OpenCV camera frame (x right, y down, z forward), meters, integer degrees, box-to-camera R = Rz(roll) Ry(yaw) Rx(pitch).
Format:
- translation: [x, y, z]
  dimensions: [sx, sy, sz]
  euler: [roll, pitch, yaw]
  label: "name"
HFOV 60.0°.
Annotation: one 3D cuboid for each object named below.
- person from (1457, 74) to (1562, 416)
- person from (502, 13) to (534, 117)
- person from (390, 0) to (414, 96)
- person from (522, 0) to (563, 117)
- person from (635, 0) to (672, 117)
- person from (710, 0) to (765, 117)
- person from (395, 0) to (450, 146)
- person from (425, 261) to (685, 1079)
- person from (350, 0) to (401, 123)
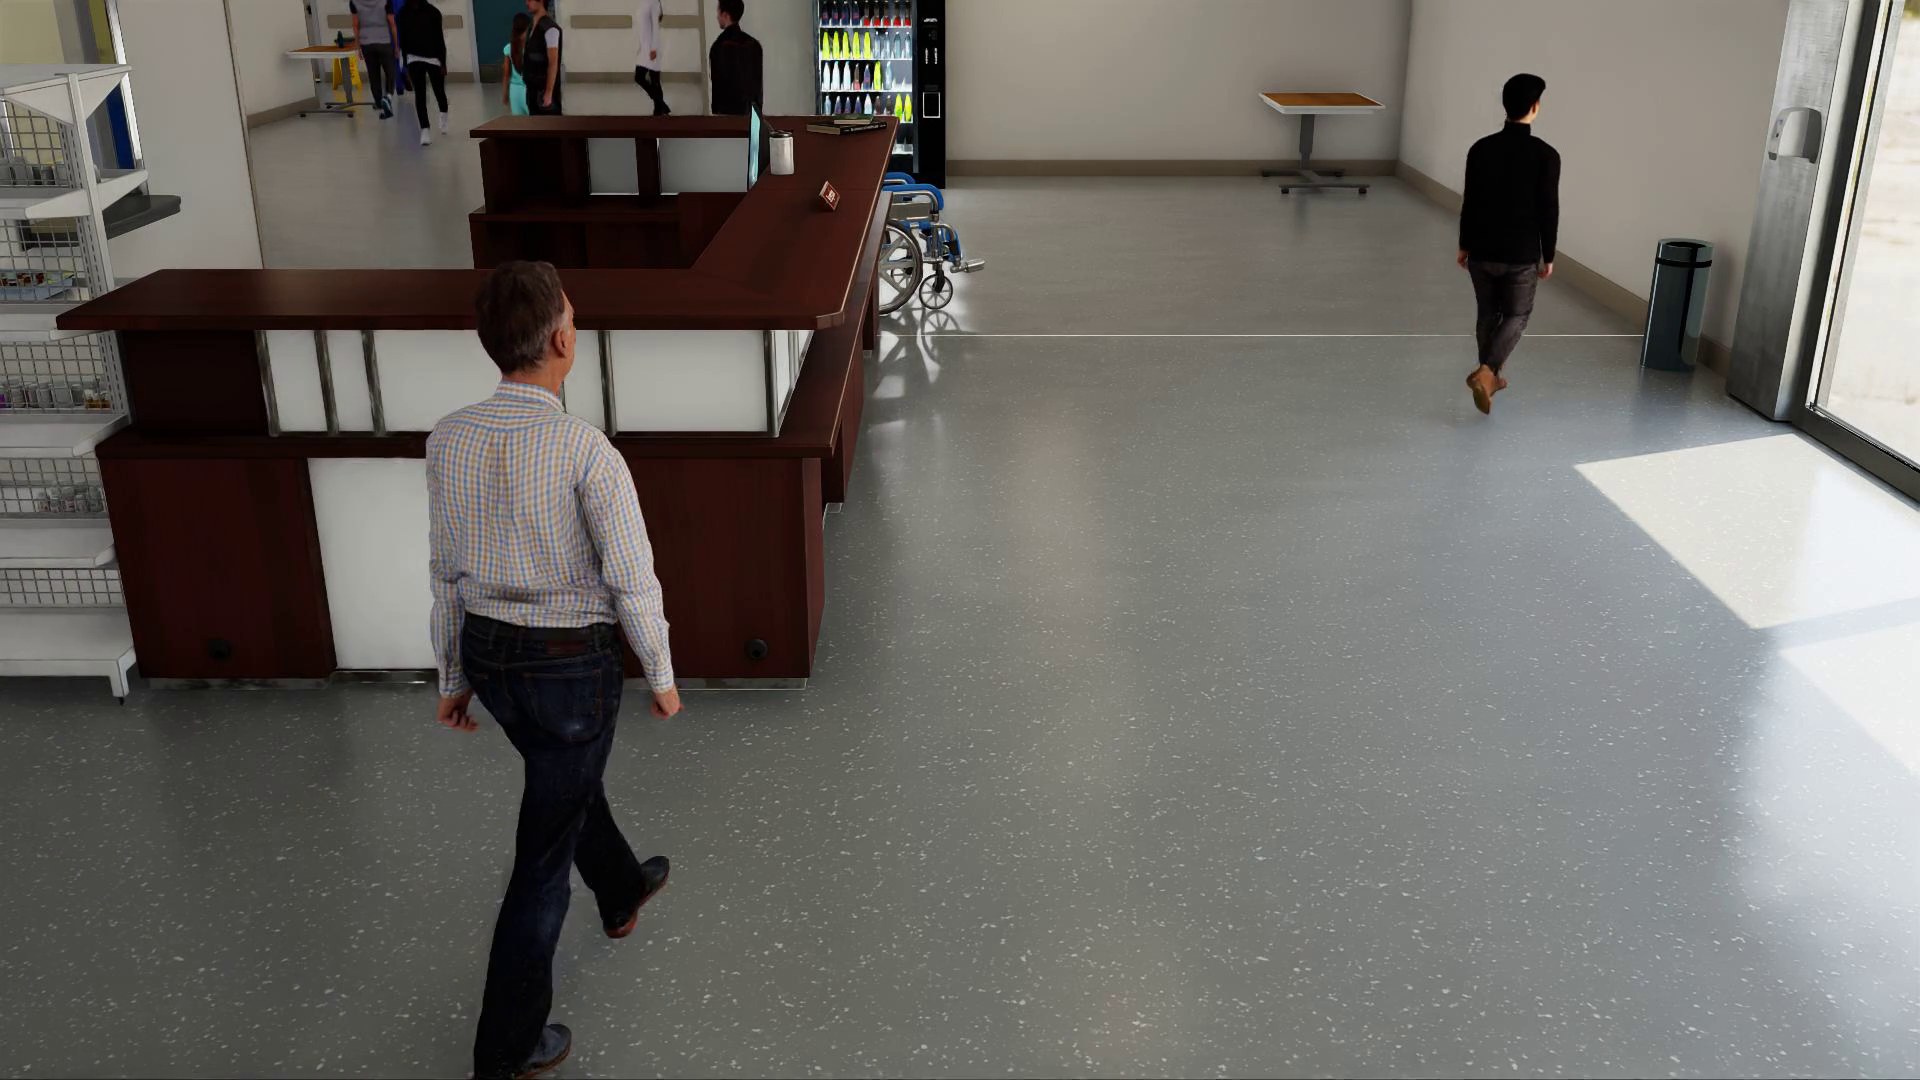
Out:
- translation: [2.796, -1.501, 8.570]
  dimensions: [1.051, 1.704, 1.078]
  euler: [17, 26, 37]
  label: "person"
- translation: [-4.284, -4.358, 16.351]
  dimensions: [0.711, 1.536, 0.768]
  euler: [2, 21, 4]
  label: "person"
- translation: [-7.892, -7.139, 23.311]
  dimensions: [0.935, 1.807, 0.889]
  euler: [-4, 21, -10]
  label: "person"
- translation: [-3.850, -4.214, 15.531]
  dimensions: [0.793, 1.847, 0.753]
  euler: [-16, 26, -37]
  label: "person"
- translation: [-3.643, -5.903, 20.058]
  dimensions: [0.818, 1.800, 0.772]
  euler: [-14, 25, -33]
  label: "person"
- translation: [-1.636, -3.148, 12.651]
  dimensions: [1.161, 1.894, 1.038]
  euler: [14, 25, 32]
  label: "person"
- translation: [-5.966, -5.353, 18.613]
  dimensions: [1.037, 1.795, 0.845]
  euler: [-3, 21, -8]
  label: "person"
- translation: [-0.942, 0.335, 3.628]
  dimensions: [1.219, 1.772, 1.003]
  euler: [7, 22, 18]
  label: "person"
- translation: [-7.167, -6.030, 20.380]
  dimensions: [0.890, 1.810, 0.822]
  euler: [-2, 21, -6]
  label: "person"
